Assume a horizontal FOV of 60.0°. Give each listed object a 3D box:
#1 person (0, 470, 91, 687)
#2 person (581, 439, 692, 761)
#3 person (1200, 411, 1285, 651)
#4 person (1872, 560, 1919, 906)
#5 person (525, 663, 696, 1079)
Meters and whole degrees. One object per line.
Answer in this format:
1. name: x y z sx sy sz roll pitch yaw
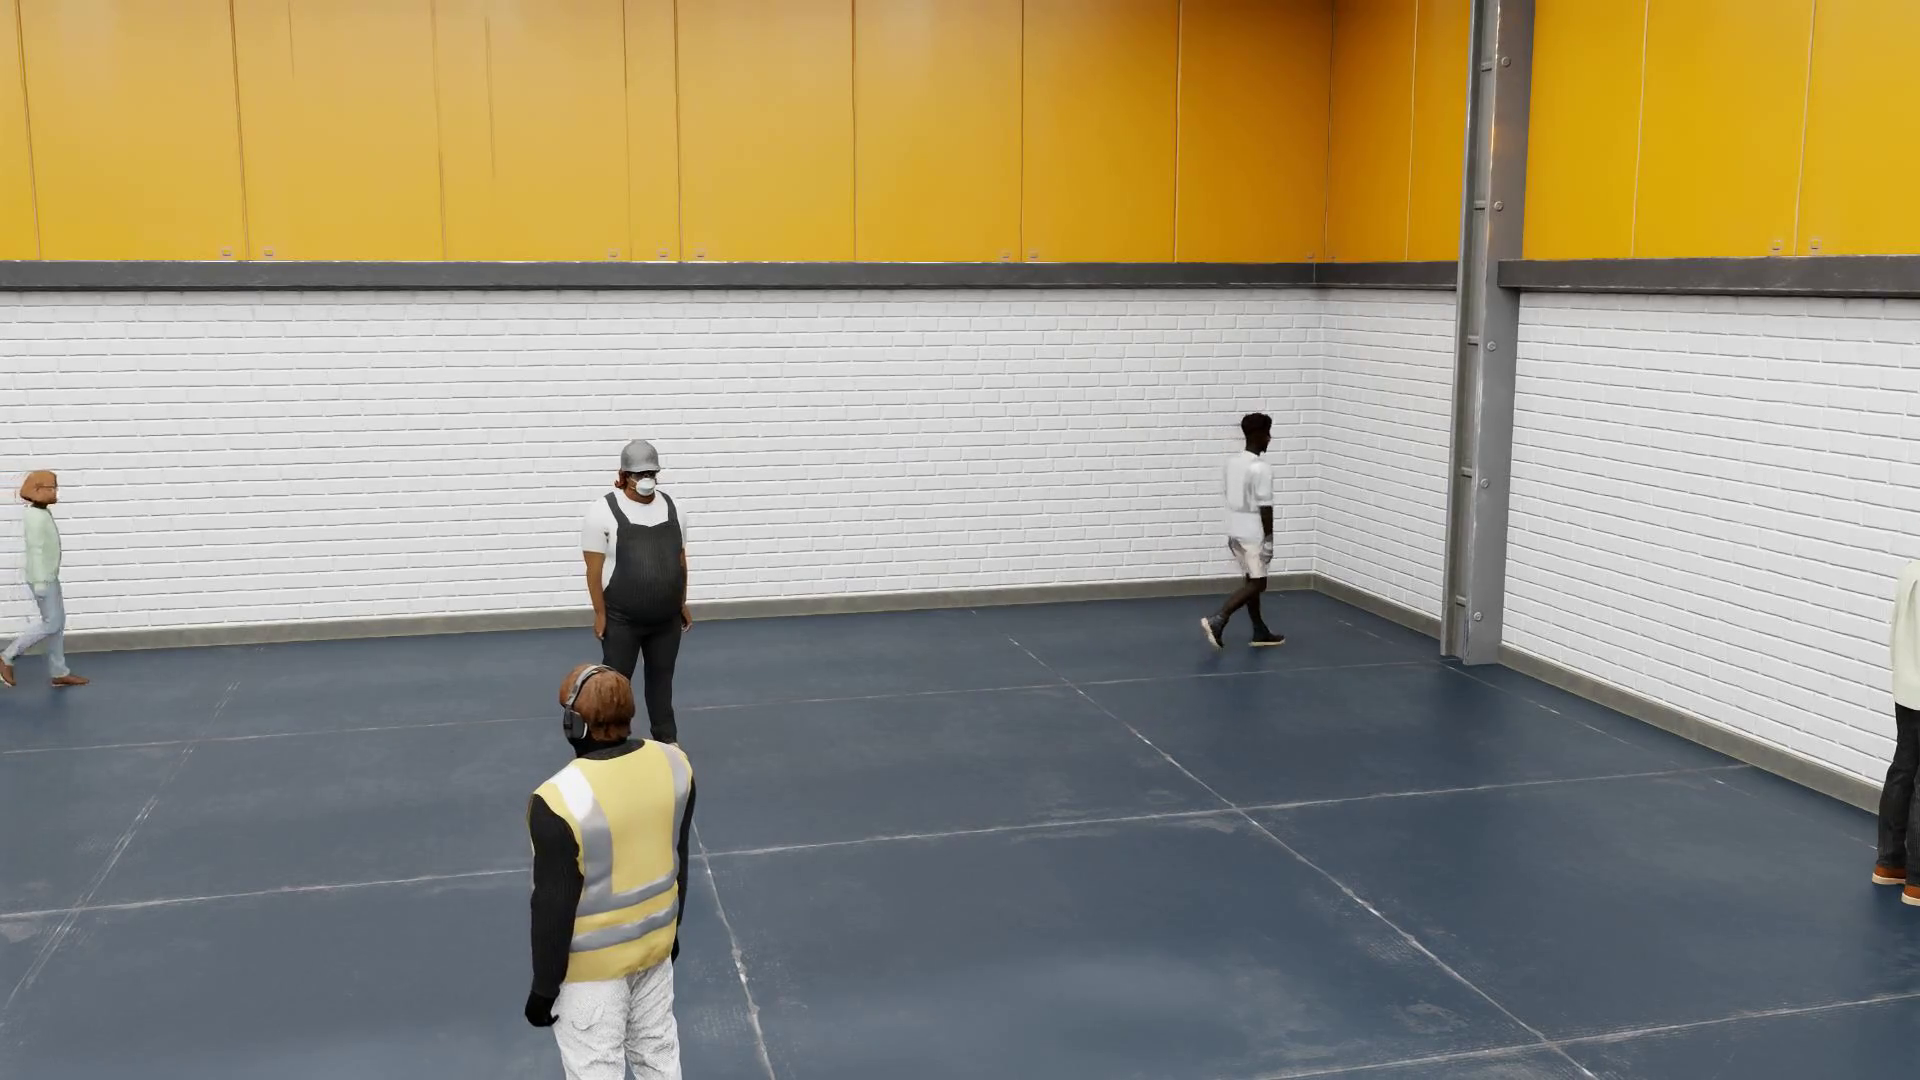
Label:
1. person: -6.716 0.296 12.075 0.530 1.622 0.505 -4 10 -22
2. person: -1.920 0.397 10.143 0.673 2.000 0.536 -7 11 -35
3. person: 2.288 -0.063 13.324 0.818 1.943 0.620 -4 10 -21
4. person: 4.711 0.761 8.015 0.392 1.992 0.623 1 9 4
5. person: -1.108 1.289 5.197 0.429 1.845 0.621 6 11 34
